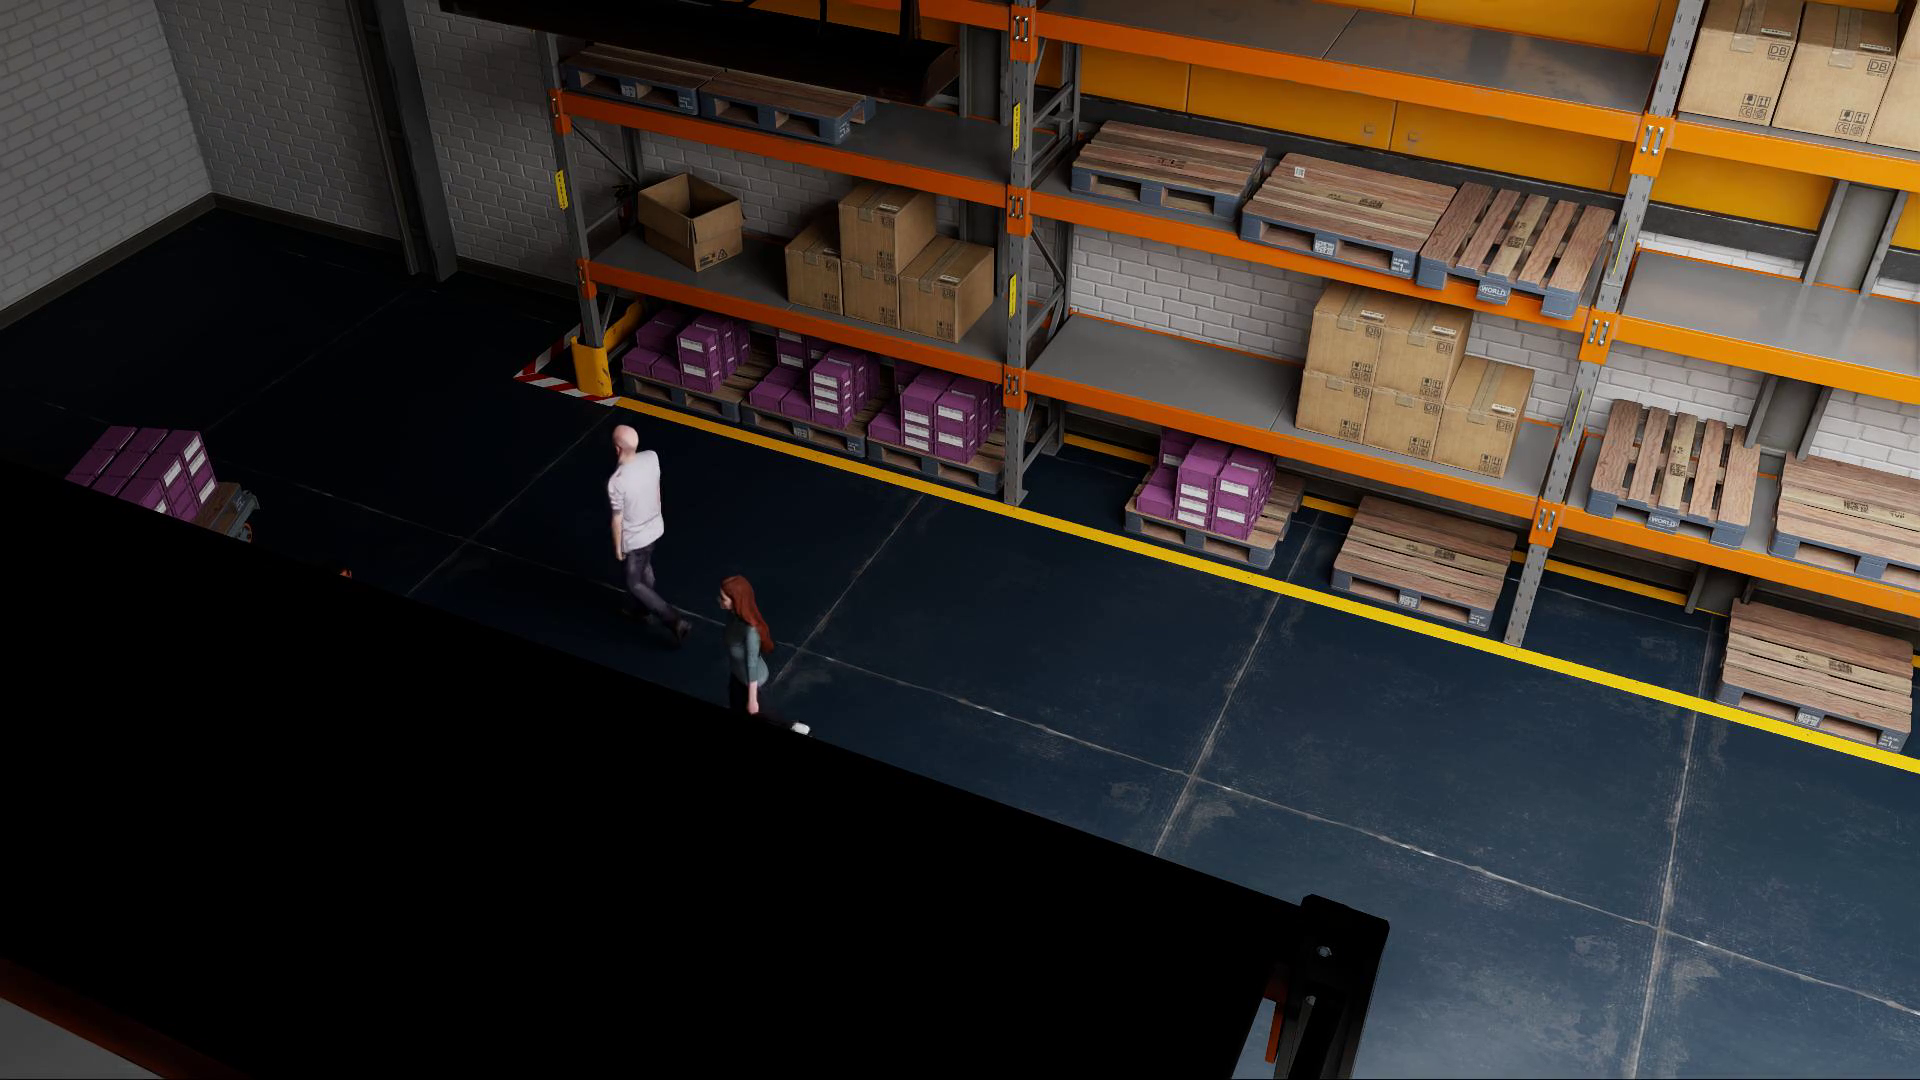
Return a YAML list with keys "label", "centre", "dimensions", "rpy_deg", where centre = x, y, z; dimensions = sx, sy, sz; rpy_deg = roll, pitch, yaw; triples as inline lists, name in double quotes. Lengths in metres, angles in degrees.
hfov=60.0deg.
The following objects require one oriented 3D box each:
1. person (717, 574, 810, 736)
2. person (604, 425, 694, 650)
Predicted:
- label: "person"
  centre: [-1.266, 0.892, 10.620]
  dimensions: [0.926, 1.732, 0.874]
  rpy_deg: [-14, 41, -17]
- label: "person"
  centre: [-2.202, -0.011, 11.686]
  dimensions: [1.063, 1.812, 0.730]
  rpy_deg: [21, 43, 24]
